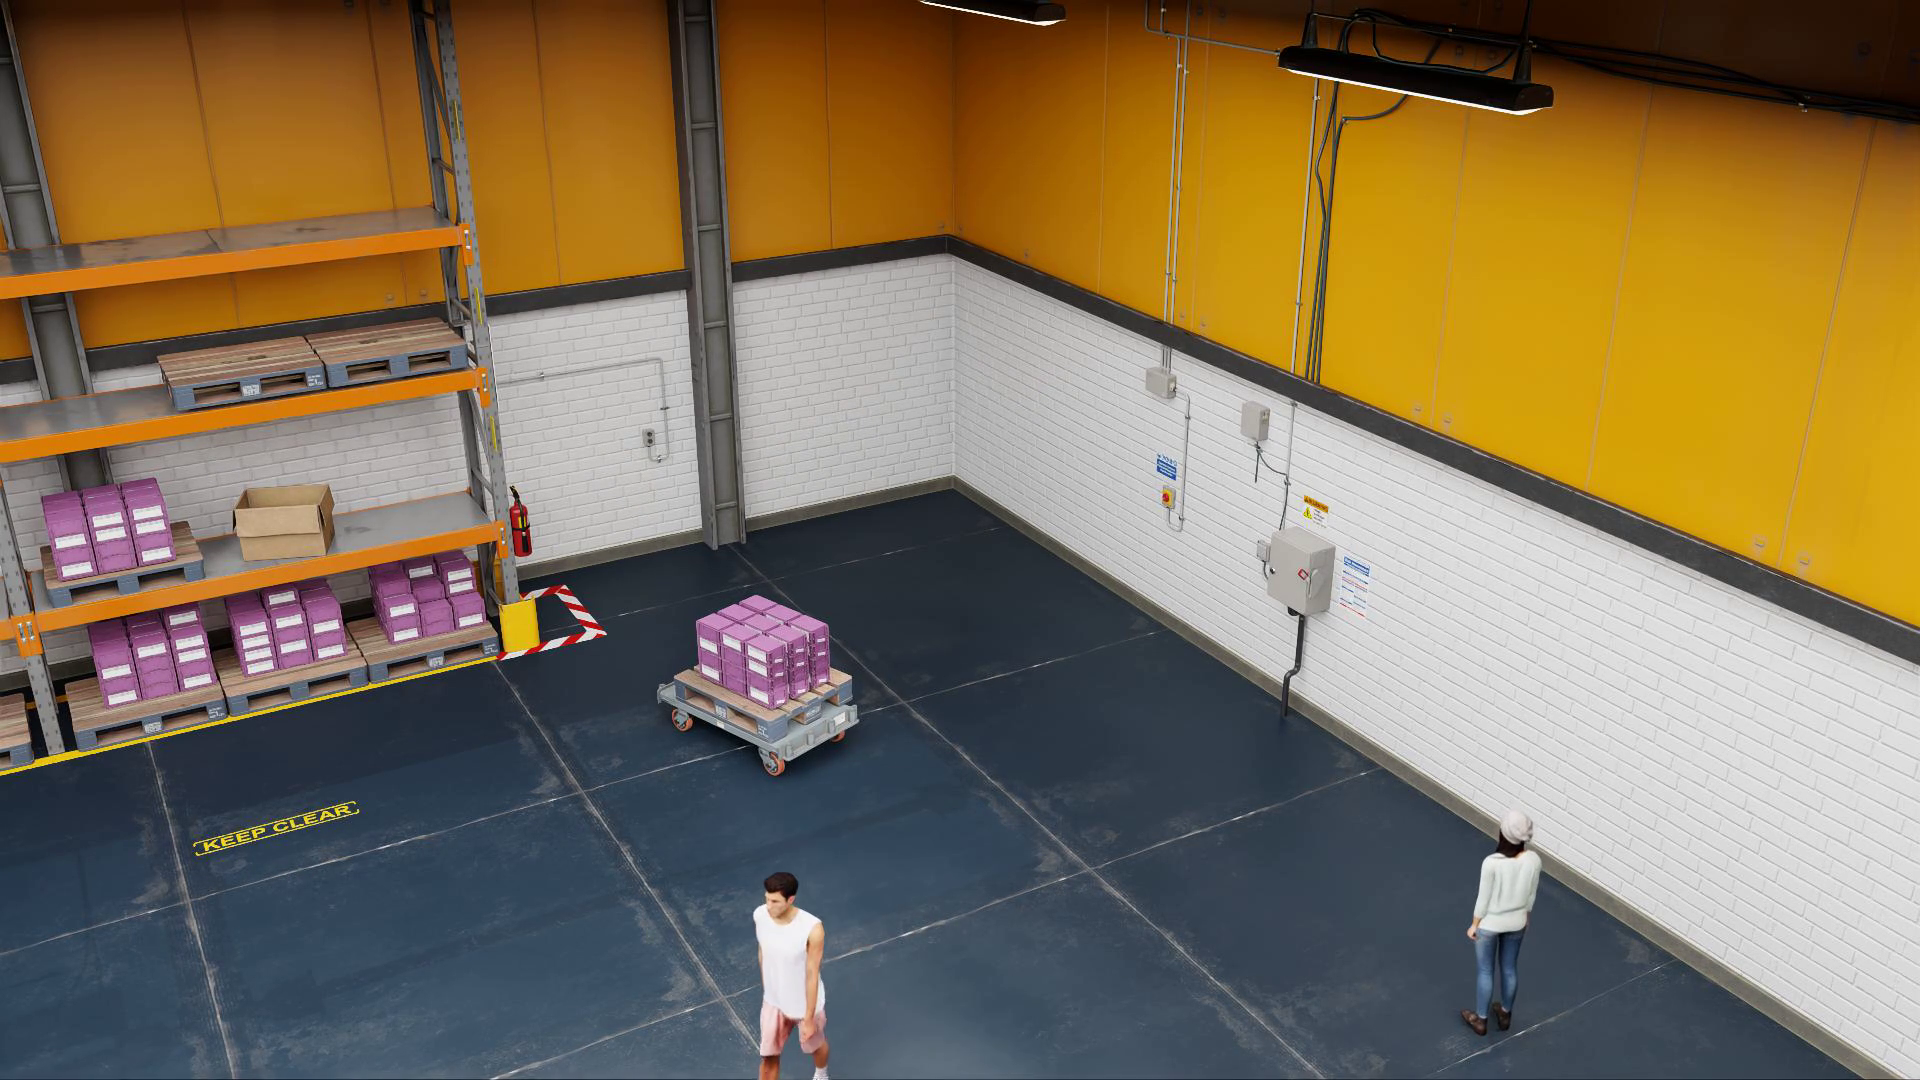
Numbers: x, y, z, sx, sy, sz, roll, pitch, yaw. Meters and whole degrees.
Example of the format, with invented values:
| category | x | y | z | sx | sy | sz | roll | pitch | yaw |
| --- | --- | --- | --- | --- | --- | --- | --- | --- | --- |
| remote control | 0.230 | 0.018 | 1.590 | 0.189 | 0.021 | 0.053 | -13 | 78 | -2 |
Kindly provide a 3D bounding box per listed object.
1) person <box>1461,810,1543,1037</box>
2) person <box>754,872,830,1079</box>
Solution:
| category | x | y | z | sx | sy | sz | roll | pitch | yaw |
| --- | --- | --- | --- | --- | --- | --- | --- | --- | --- |
| person | 3.493 | 2.451 | 10.727 | 0.525 | 1.647 | 0.687 | -5 | 24 | -11 |
| person | -0.942 | 2.709 | 10.009 | 0.994 | 1.751 | 1.140 | 11 | 26 | 24 |
